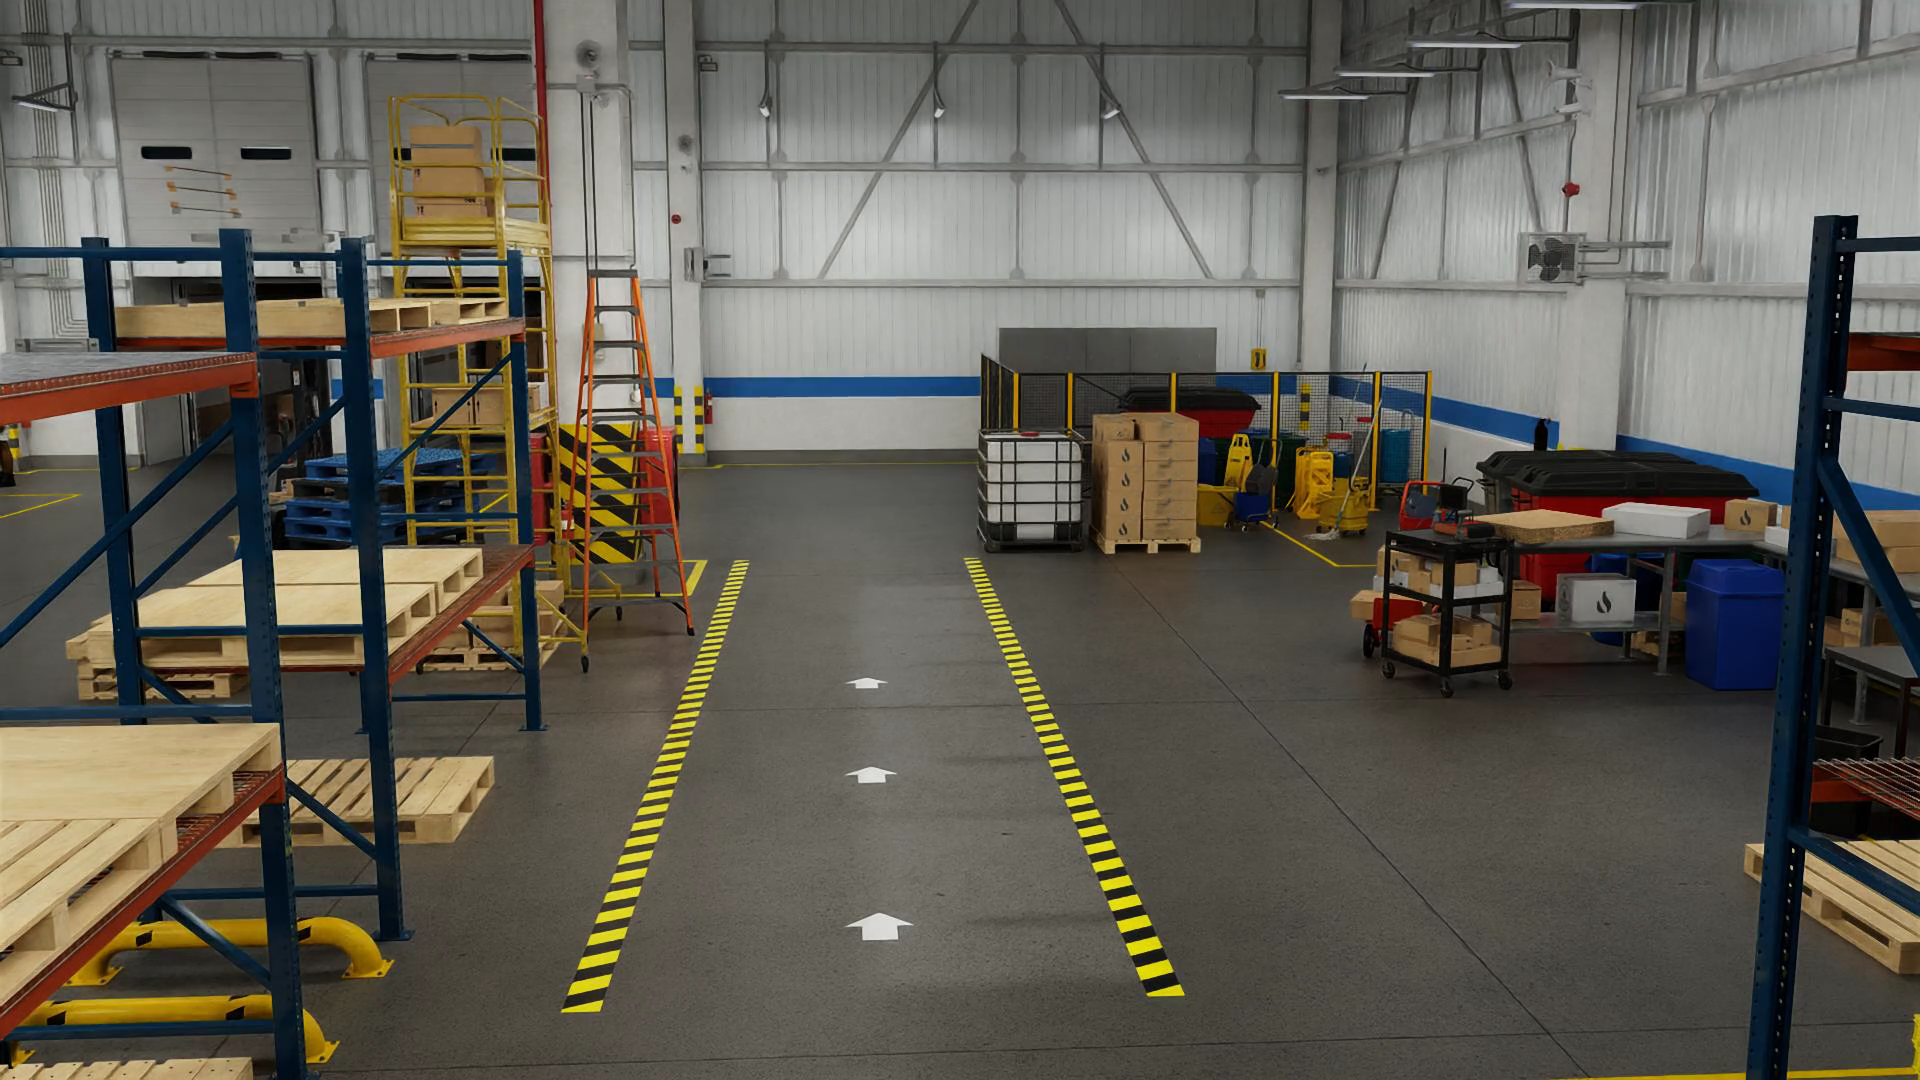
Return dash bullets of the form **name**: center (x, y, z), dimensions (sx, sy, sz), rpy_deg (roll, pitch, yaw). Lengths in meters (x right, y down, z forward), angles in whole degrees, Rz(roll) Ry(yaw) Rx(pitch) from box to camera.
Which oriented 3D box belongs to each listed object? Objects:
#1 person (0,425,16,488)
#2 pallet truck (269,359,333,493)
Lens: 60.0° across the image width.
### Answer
- **person**: center (-13.129, -1.673, 22.620), dimensions (0.388, 1.930, 0.544), rpy_deg (-8, 12, -42)
- **pallet truck**: center (-7.062, -1.131, 18.996), dimensions (1.885, 1.965, 0.823), rpy_deg (2, 9, 13)
